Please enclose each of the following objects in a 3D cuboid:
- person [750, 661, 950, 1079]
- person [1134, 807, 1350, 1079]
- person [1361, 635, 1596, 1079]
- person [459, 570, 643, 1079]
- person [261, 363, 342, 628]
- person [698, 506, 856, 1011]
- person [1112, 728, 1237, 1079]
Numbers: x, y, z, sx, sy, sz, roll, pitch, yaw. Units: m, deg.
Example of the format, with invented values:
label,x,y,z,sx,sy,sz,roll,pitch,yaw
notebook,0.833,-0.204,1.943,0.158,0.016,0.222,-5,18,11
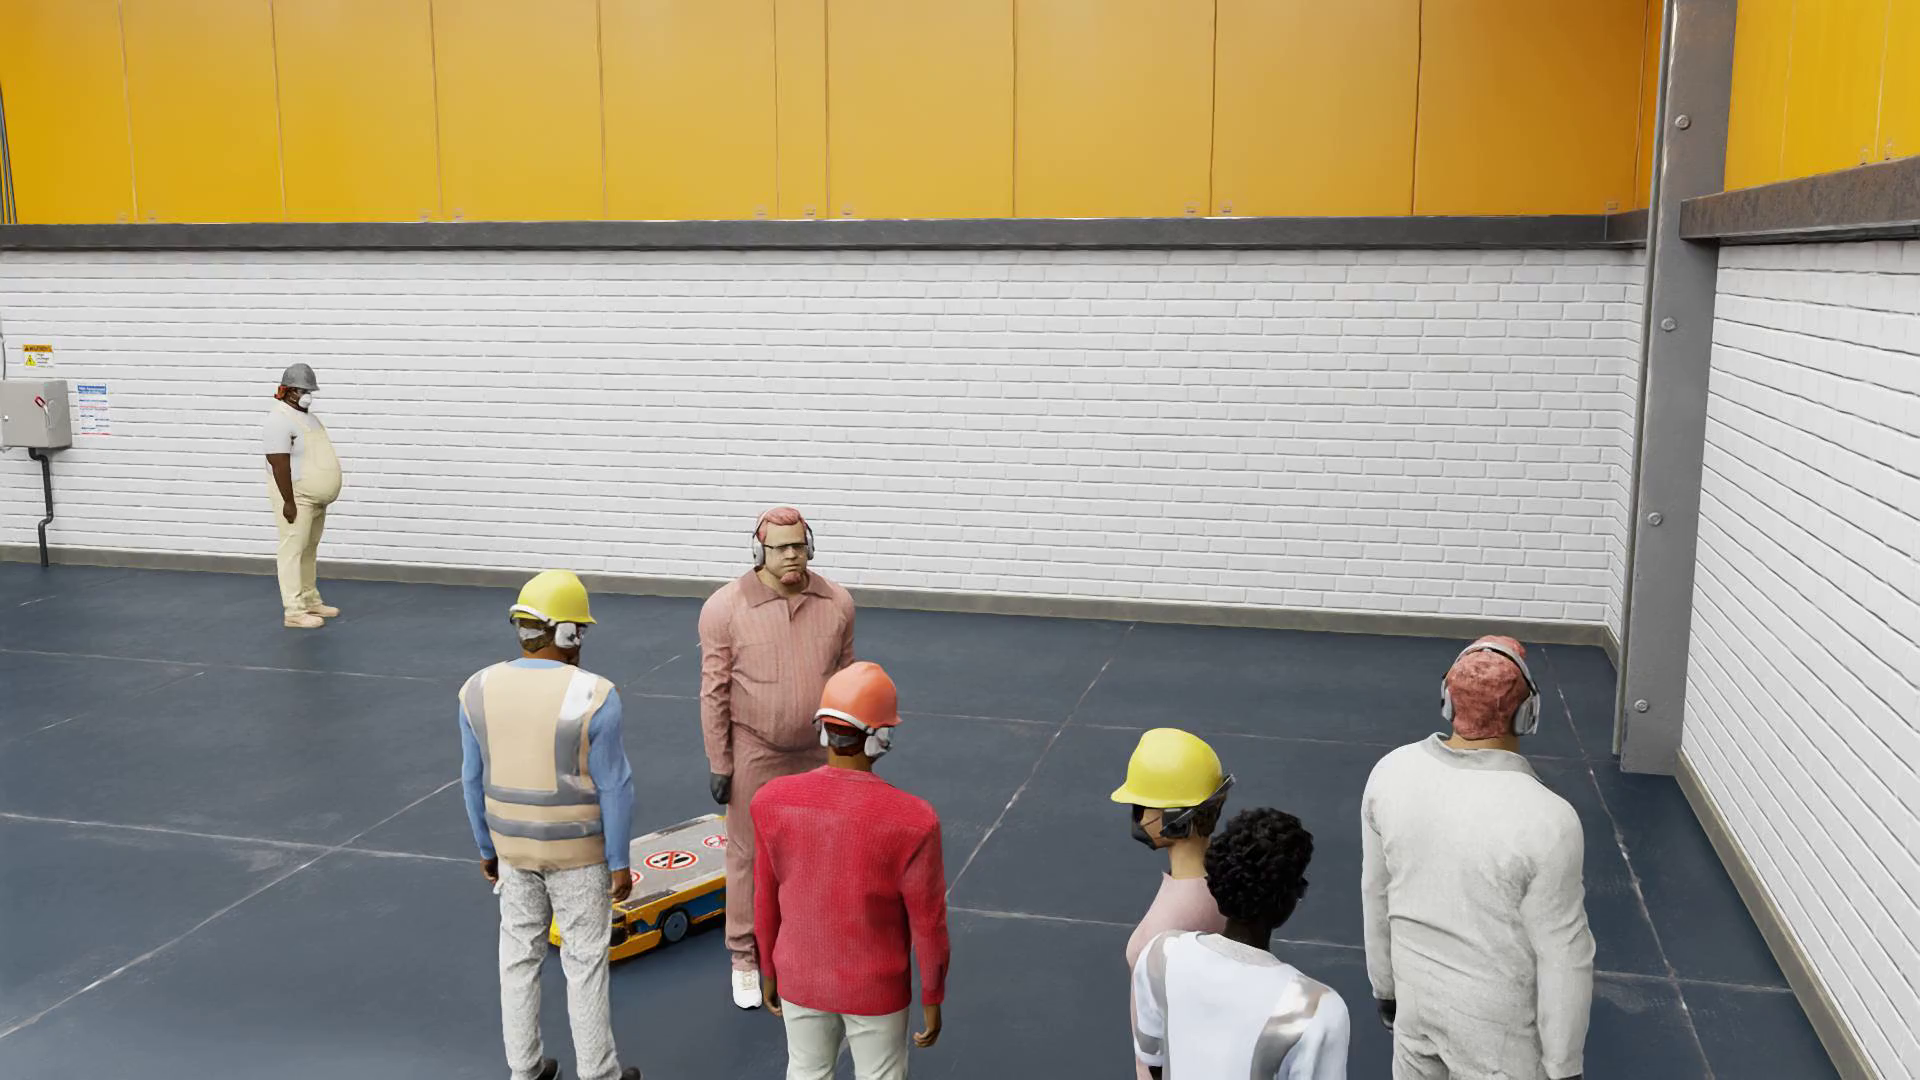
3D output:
label,x,y,z,sx,sy,sz,roll,pitch,yaw
person,-0.296,1.195,4.622,0.574,1.740,0.348,3,10,17
person,0.596,1.401,3.569,0.319,1.687,0.539,-9,13,-44
person,1.312,1.182,4.189,0.410,1.913,0.651,-6,11,-33
person,-1.339,1.004,5.510,0.592,1.819,0.404,3,10,17
person,-5.063,-0.360,12.895,0.537,2.000,0.675,0,10,0
person,-0.663,0.816,6.359,0.639,1.910,0.407,-5,11,-27
person,0.514,1.303,3.931,0.341,1.760,0.525,4,11,24
